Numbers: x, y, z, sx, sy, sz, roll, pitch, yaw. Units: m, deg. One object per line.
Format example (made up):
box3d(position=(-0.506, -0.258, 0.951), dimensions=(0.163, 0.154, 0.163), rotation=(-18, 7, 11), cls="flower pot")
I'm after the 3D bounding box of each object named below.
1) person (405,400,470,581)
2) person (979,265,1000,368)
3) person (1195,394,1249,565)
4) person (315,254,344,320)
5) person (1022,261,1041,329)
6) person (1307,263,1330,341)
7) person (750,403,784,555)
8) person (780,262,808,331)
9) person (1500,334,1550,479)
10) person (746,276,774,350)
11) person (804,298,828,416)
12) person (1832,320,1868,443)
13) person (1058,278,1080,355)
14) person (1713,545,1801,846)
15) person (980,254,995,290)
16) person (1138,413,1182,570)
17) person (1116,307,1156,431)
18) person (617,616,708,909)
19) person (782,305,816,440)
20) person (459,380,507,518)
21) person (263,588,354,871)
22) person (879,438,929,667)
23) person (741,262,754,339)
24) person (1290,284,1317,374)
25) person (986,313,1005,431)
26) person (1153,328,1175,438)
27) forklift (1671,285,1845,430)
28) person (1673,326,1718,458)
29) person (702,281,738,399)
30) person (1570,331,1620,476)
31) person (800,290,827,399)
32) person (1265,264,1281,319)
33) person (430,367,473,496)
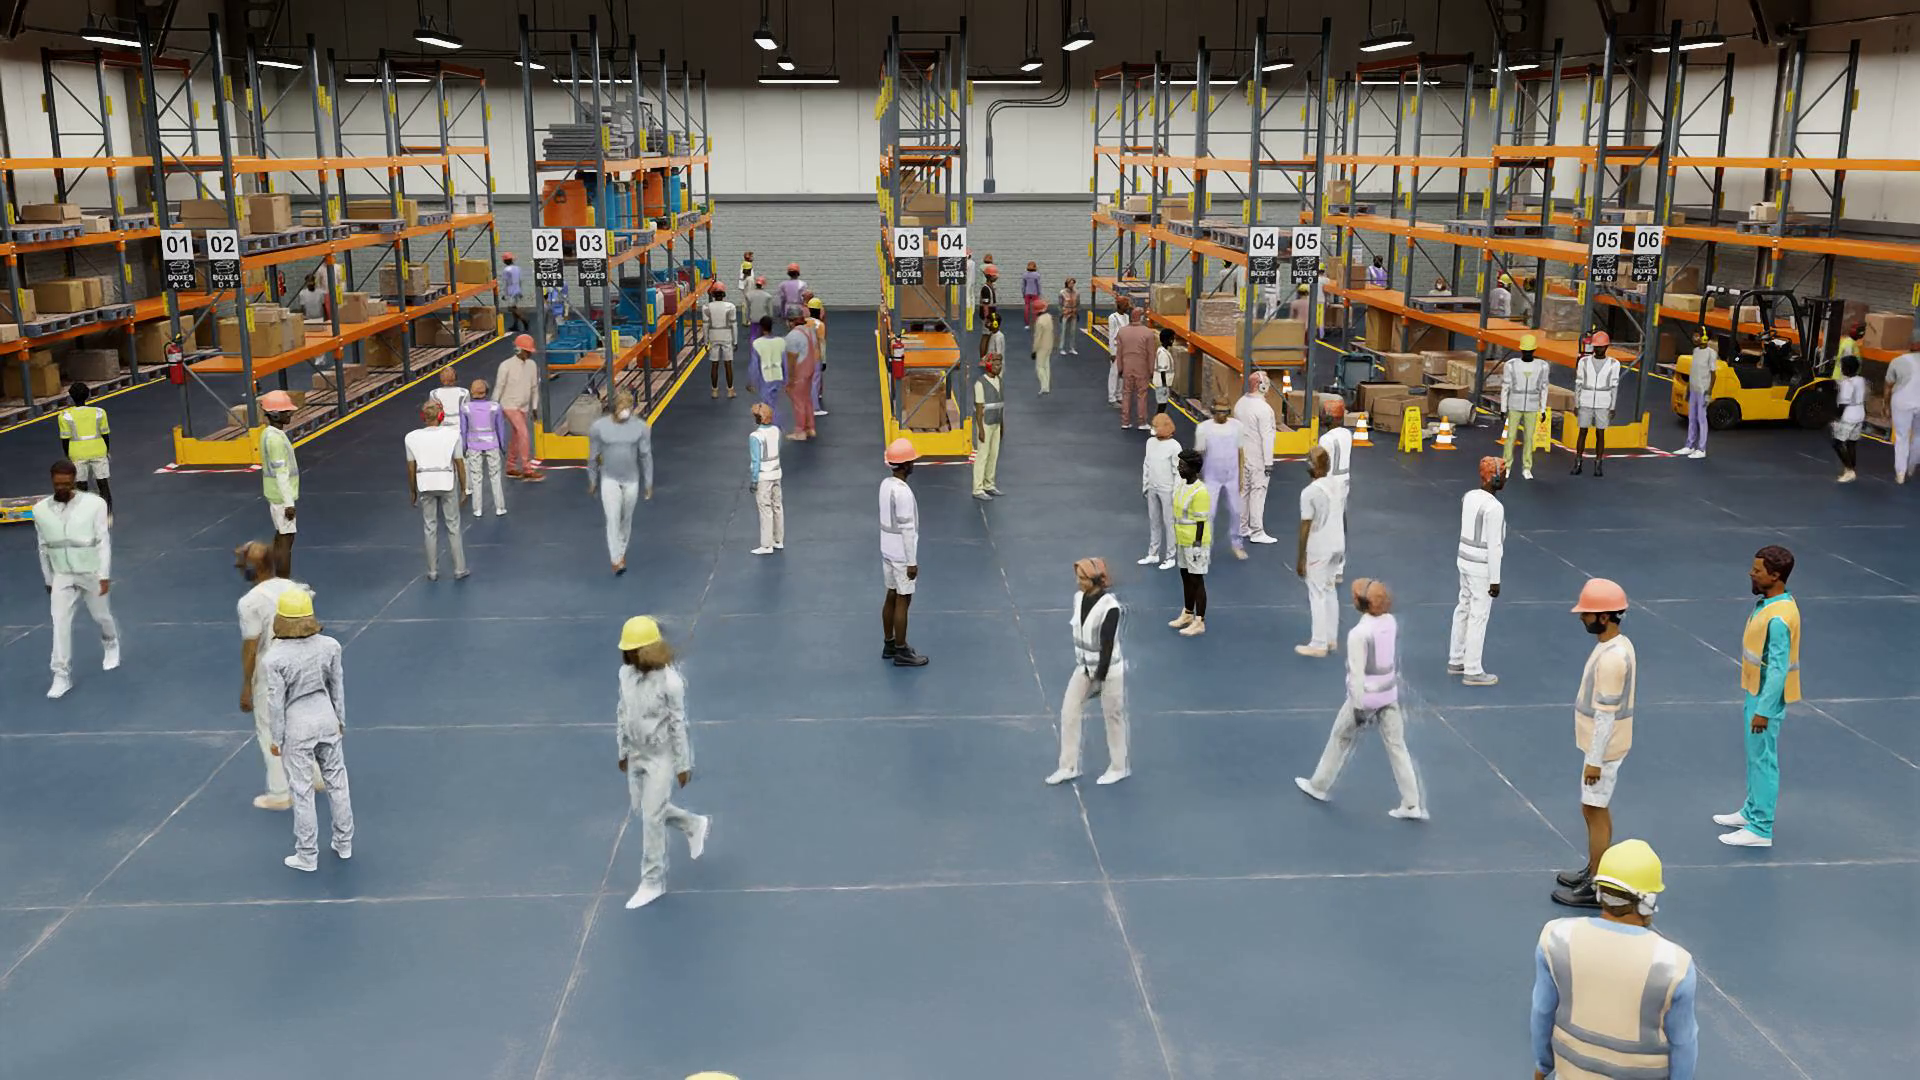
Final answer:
box3d(position=(-5.262, -0.487, 16.764), dimensions=(0.563, 1.837, 0.391), rotation=(-2, 13, -8), cls="person")
box3d(position=(0.594, -4.458, 33.184), dimensions=(0.410, 2.034, 0.603), rotation=(2, 13, 9), cls="person")
box3d(position=(2.759, -0.647, 17.478), dimensions=(0.690, 1.821, 0.516), rotation=(0, 13, 1), cls="person")
box3d(position=(-14.848, -5.859, 39.215), dimensions=(0.647, 1.978, 0.486), rotation=(-6, 14, -22), cls="person")
box3d(position=(1.733, -5.909, 40.168), dimensions=(0.498, 1.636, 0.286), rotation=(6, 14, 23), cls="person")
box3d(position=(8.131, -5.390, 37.691), dimensions=(0.533, 1.767, 0.324), rotation=(7, 15, 27), cls="person")
box3d(position=(-2.090, -0.659, 17.914), dimensions=(0.314, 1.642, 0.515), rotation=(7, 15, 26), cls="person")
box3d(position=(-3.333, -4.636, 33.918), dimensions=(0.648, 2.029, 0.571), rotation=(4, 14, 17), cls="person")
box3d(position=(7.440, -1.753, 21.943), dimensions=(0.591, 1.923, 0.381), rotation=(3, 14, 12), cls="person")
box3d(position=(-4.126, -4.569, 34.276), dimensions=(0.586, 1.729, 0.484), rotation=(2, 13, 7), cls="person")
box3d(position=(-2.387, -2.997, 27.238), dimensions=(0.581, 1.919, 0.403), rotation=(11, 17, 40), cls="person")
box3d(position=(13.228, -2.356, 24.700), dimensions=(0.490, 1.827, 0.594), rotation=(10, 16, 35), cls="person")
box3d(position=(2.305, -4.731, 35.190), dimensions=(0.518, 1.630, 0.316), rotation=(-6, 15, -25), cls="person")
box3d(position=(5.038, 0.972, 10.413), dimensions=(0.386, 1.918, 0.595), rotation=(5, 14, 19), cls="person")
box3d(position=(0.722, -6.583, 43.047), dimensions=(0.492, 1.625, 0.283), rotation=(10, 17, 37), cls="person")
box3d(position=(2.088, -0.513, 17.311), dimensions=(0.277, 1.631, 0.507), rotation=(-10, 17, -37), cls="person")
box3d(position=(2.750, -2.658, 25.820), dimensions=(0.650, 1.904, 0.401), rotation=(8, 16, 32), cls="person")
box3d(position=(-1.743, 1.238, 9.730), dimensions=(0.505, 1.719, 0.677), rotation=(9, 16, 34), cls="person")
box3d(position=(-2.459, -2.525, 24.964), dimensions=(0.535, 2.000, 0.681), rotation=(5, 14, 19), cls="person")
box3d(position=(-5.646, -1.081, 19.711), dimensions=(0.518, 1.636, 0.312), rotation=(-3, 14, -12), cls="person")
box3d(position=(-3.957, 1.140, 10.077), dimensions=(0.294, 1.744, 0.486), rotation=(11, 17, 39), cls="person")
box3d(position=(-0.489, 0.101, 14.049), dimensions=(0.343, 1.942, 0.552), rotation=(-6, 14, -23), cls="person")
box3d(position=(-4.848, -5.505, 38.198), dimensions=(0.333, 1.761, 0.528), rotation=(-2, 13, -9), cls="person")
box3d(position=(6.697, -4.130, 32.407), dimensions=(0.550, 1.722, 0.883), rotation=(4, 14, 16), cls="person")
box3d(position=(0.527, -2.543, 25.422), dimensions=(0.328, 1.865, 0.508), rotation=(-1, 13, -3), cls="person")
box3d(position=(3.043, -2.329, 24.896), dimensions=(0.320, 1.686, 0.541), rotation=(2, 13, 8), cls="person")
box3d(position=(12.503, -2.886, 26.166), dimensions=(2.313, 2.155, 1.214), rotation=(-1, 13, -3), cls="forklift")
box3d(position=(10.429, -2.087, 23.492), dimensions=(0.327, 1.865, 0.517), rotation=(-3, 14, -12), cls="person")
box3d(position=(-4.171, -3.476, 28.983), dimensions=(0.608, 2.047, 0.365), rotation=(0, 13, -1), cls="person")
box3d(position=(8.466, -1.813, 22.169), dimensions=(0.543, 1.939, 0.360), rotation=(6, 15, 24), cls="person")
box3d(position=(-2.636, -3.388, 28.907), dimensions=(0.644, 1.908, 0.408), rotation=(-6, 14, -22), cls="person")
box3d(position=(7.192, -5.575, 38.238), dimensions=(0.359, 1.880, 0.575), rotation=(-4, 14, -17), cls="person")
box3d(position=(-6.358, -1.353, 20.850), dimensions=(0.514, 1.645, 0.309), rotation=(-4, 14, -15), cls="person")
